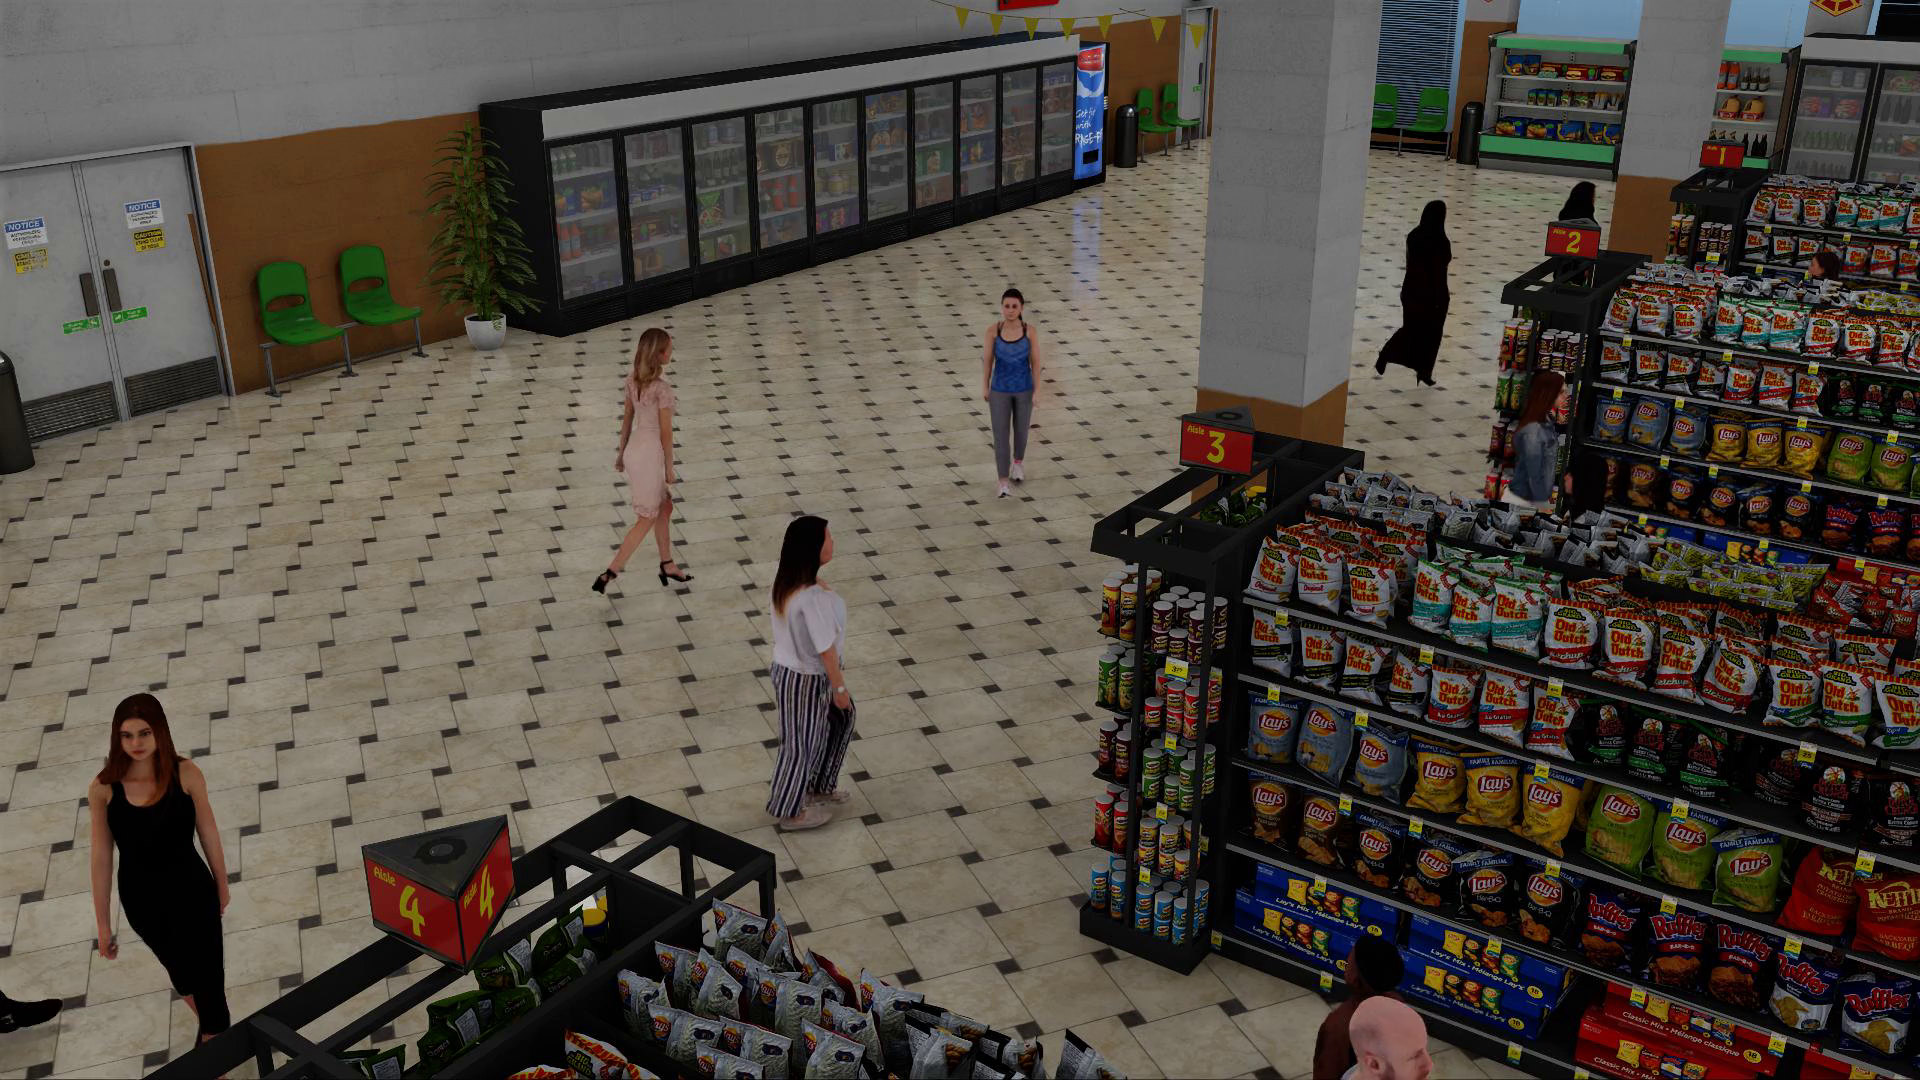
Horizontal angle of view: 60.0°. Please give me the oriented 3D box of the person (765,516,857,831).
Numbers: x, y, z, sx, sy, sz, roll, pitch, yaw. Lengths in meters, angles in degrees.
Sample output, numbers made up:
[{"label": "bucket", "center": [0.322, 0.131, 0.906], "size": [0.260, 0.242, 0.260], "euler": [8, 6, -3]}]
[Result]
[{"label": "person", "center": [-0.824, 0.676, 8.103], "size": [0.928, 1.664, 0.867], "euler": [-7, 23, -18]}]

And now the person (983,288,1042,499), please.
[{"label": "person", "center": [0.410, -1.143, 12.753], "size": [1.068, 1.571, 1.011], "euler": [1, 22, 2]}]

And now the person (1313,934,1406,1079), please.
[{"label": "person", "center": [1.362, 1.906, 5.607], "size": [0.648, 1.242, 0.845], "euler": [-17, 27, -35]}]

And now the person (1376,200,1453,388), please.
[{"label": "person", "center": [4.179, -2.224, 15.218], "size": [0.935, 1.741, 0.923], "euler": [-11, 25, -26]}]

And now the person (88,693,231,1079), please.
[{"label": "person", "center": [-3.025, 1.341, 6.410], "size": [0.997, 1.693, 1.069], "euler": [-4, 22, -10]}]

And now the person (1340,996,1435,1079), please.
[{"label": "person", "center": [1.009, 2.021, 4.553], "size": [1.099, 1.815, 0.680], "euler": [15, 26, 32]}]

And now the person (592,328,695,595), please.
[{"label": "person", "center": [-2.097, -0.443, 10.722], "size": [0.844, 1.788, 0.997], "euler": [-19, 29, -39]}]

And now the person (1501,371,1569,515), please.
[{"label": "person", "center": [3.420, -0.230, 10.359], "size": [1.059, 1.664, 0.642], "euler": [14, 26, 30]}]

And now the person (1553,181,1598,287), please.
[{"label": "person", "center": [6.196, -2.818, 16.869], "size": [0.818, 1.611, 0.732], "euler": [-9, 24, -22]}]

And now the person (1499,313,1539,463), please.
[{"label": "person", "center": [4.502, -1.227, 13.395], "size": [0.812, 1.250, 0.571], "euler": [15, 27, 33]}]
